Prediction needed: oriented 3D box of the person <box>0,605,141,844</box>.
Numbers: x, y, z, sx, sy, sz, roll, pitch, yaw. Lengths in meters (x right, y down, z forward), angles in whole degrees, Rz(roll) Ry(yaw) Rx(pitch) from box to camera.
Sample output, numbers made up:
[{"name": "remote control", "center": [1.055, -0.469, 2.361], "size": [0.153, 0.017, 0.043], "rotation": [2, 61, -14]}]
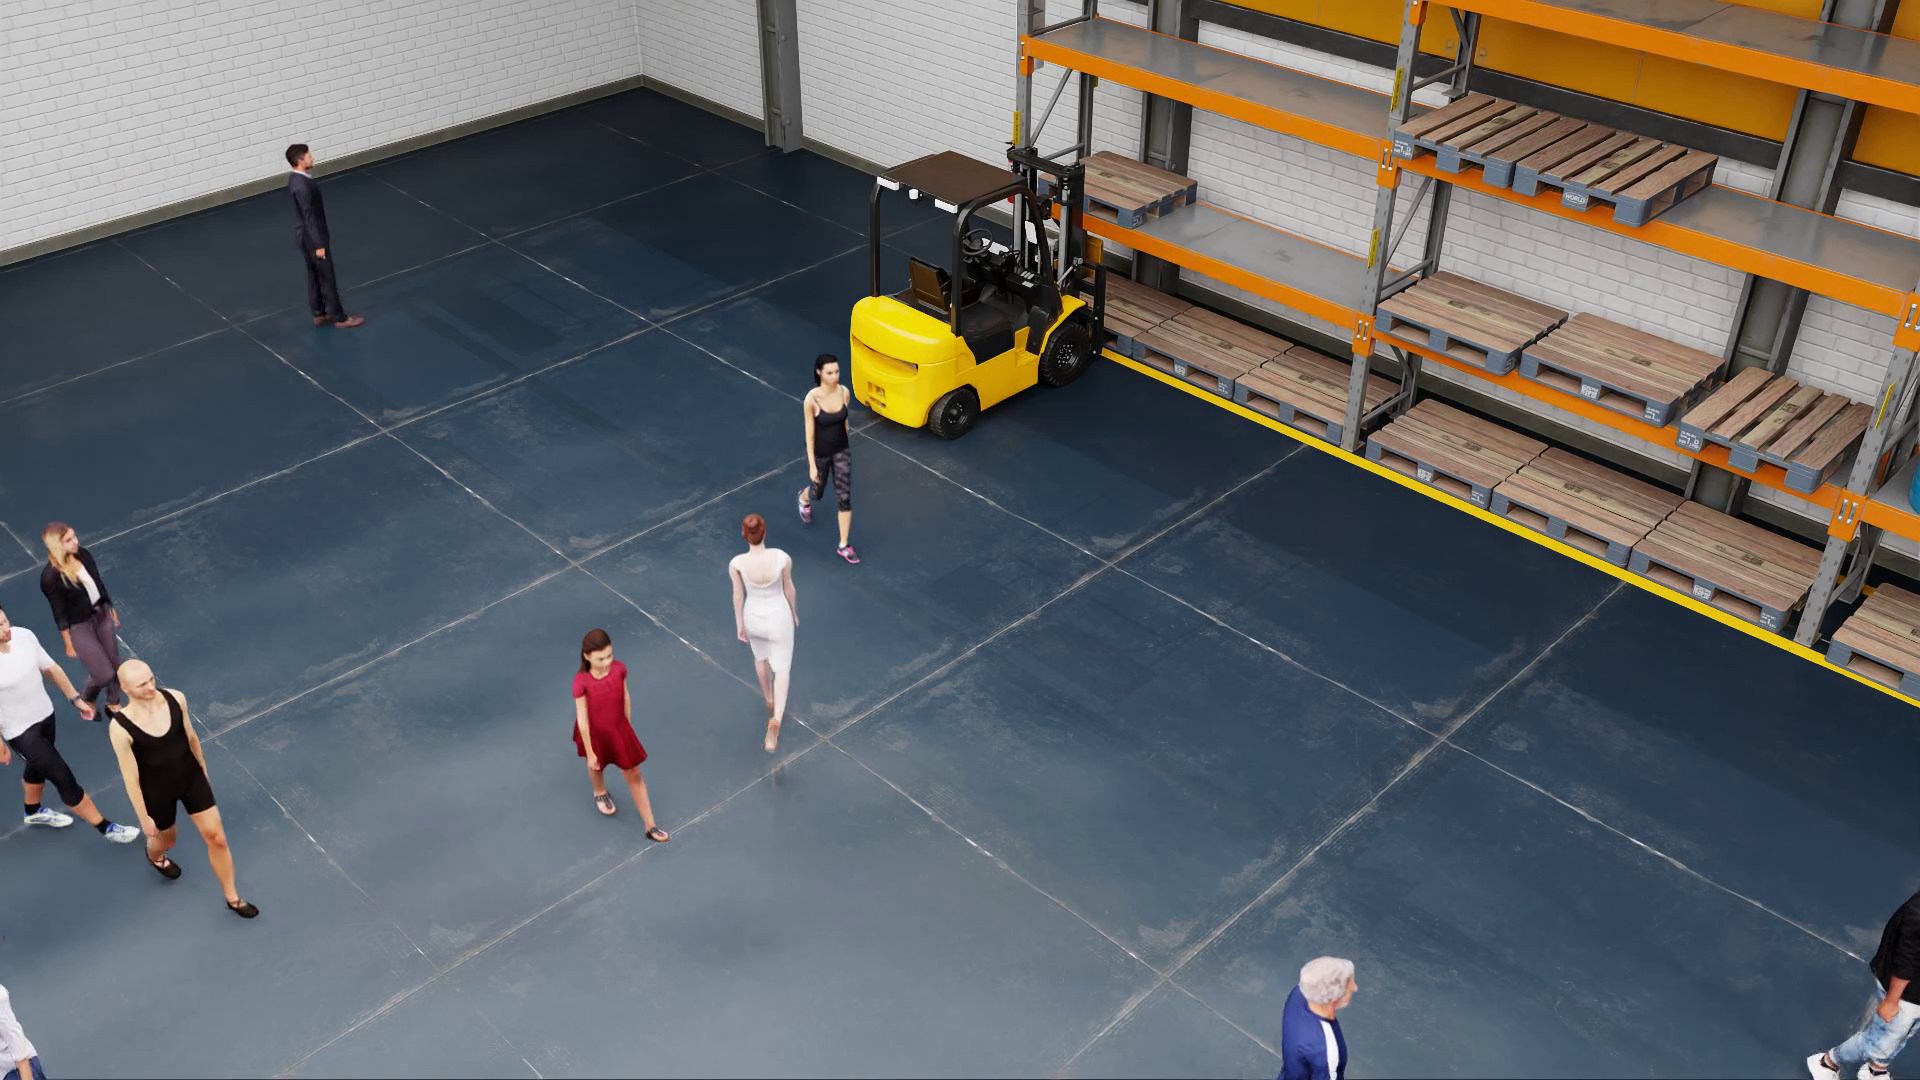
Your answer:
[{"name": "person", "center": [-5.766, 1.109, 10.171], "size": [1.264, 1.813, 1.086], "rotation": [7, 34, 10]}]

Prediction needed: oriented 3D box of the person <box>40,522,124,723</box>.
[{"name": "person", "center": [-5.885, 0.597, 11.081], "size": [0.795, 1.659, 0.742], "rotation": [7, 34, 11]}]

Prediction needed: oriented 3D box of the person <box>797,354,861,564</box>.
[{"name": "person", "center": [-1.074, -0.682, 12.971], "size": [0.777, 1.698, 1.142], "rotation": [-17, 37, -24]}]

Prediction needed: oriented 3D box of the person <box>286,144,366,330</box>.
[{"name": "person", "center": [-6.335, -2.956, 16.231], "size": [0.796, 1.876, 0.719], "rotation": [-17, 37, -24]}]

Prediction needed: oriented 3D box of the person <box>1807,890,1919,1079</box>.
[{"name": "person", "center": [4.860, 2.201, 8.526], "size": [0.771, 1.816, 0.778], "rotation": [-20, 39, -28]}]

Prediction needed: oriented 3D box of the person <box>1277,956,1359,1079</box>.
[{"name": "person", "center": [1.571, 2.654, 7.834], "size": [1.015, 1.828, 0.984], "rotation": [-3, 34, -5]}]

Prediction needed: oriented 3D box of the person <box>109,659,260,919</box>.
[{"name": "person", "center": [-4.663, 1.433, 9.714], "size": [1.200, 1.780, 0.825], "rotation": [20, 38, 27]}]

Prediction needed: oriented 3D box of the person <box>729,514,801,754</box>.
[{"name": "person", "center": [-1.266, 0.631, 10.930], "size": [0.982, 1.770, 1.046], "rotation": [-1, 34, -1]}]

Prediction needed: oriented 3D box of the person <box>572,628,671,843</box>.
[{"name": "person", "center": [-2.247, 1.150, 10.381], "size": [0.670, 1.513, 1.065], "rotation": [-21, 39, -29]}]
